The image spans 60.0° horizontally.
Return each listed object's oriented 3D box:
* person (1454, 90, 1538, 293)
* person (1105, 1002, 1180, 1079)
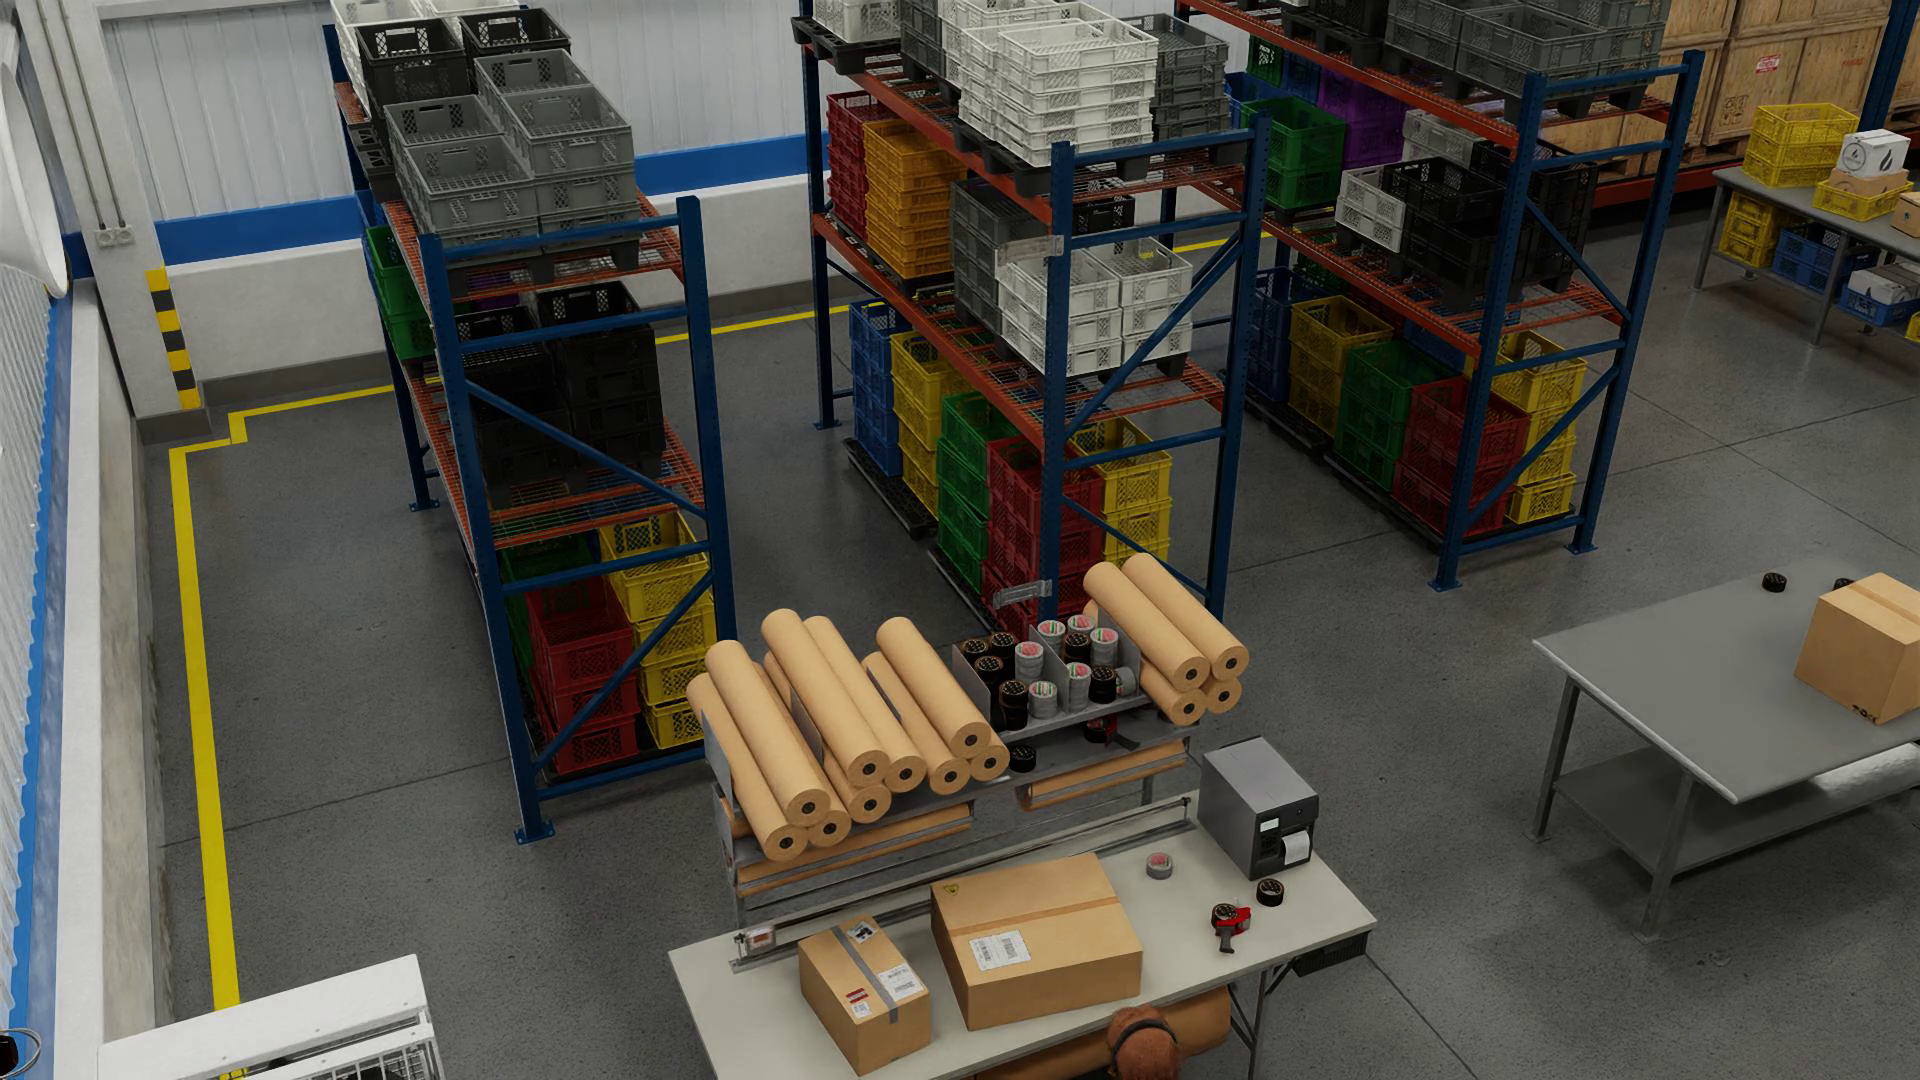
[{"bbox_3d":[4.212,-2.838,13.025,0.783,1.907,0.456,1,32,2],"label":"person"},{"bbox_3d":[0.549,2.109,5.231,0.521,1.636,0.316,-4,32,-6],"label":"person"}]
